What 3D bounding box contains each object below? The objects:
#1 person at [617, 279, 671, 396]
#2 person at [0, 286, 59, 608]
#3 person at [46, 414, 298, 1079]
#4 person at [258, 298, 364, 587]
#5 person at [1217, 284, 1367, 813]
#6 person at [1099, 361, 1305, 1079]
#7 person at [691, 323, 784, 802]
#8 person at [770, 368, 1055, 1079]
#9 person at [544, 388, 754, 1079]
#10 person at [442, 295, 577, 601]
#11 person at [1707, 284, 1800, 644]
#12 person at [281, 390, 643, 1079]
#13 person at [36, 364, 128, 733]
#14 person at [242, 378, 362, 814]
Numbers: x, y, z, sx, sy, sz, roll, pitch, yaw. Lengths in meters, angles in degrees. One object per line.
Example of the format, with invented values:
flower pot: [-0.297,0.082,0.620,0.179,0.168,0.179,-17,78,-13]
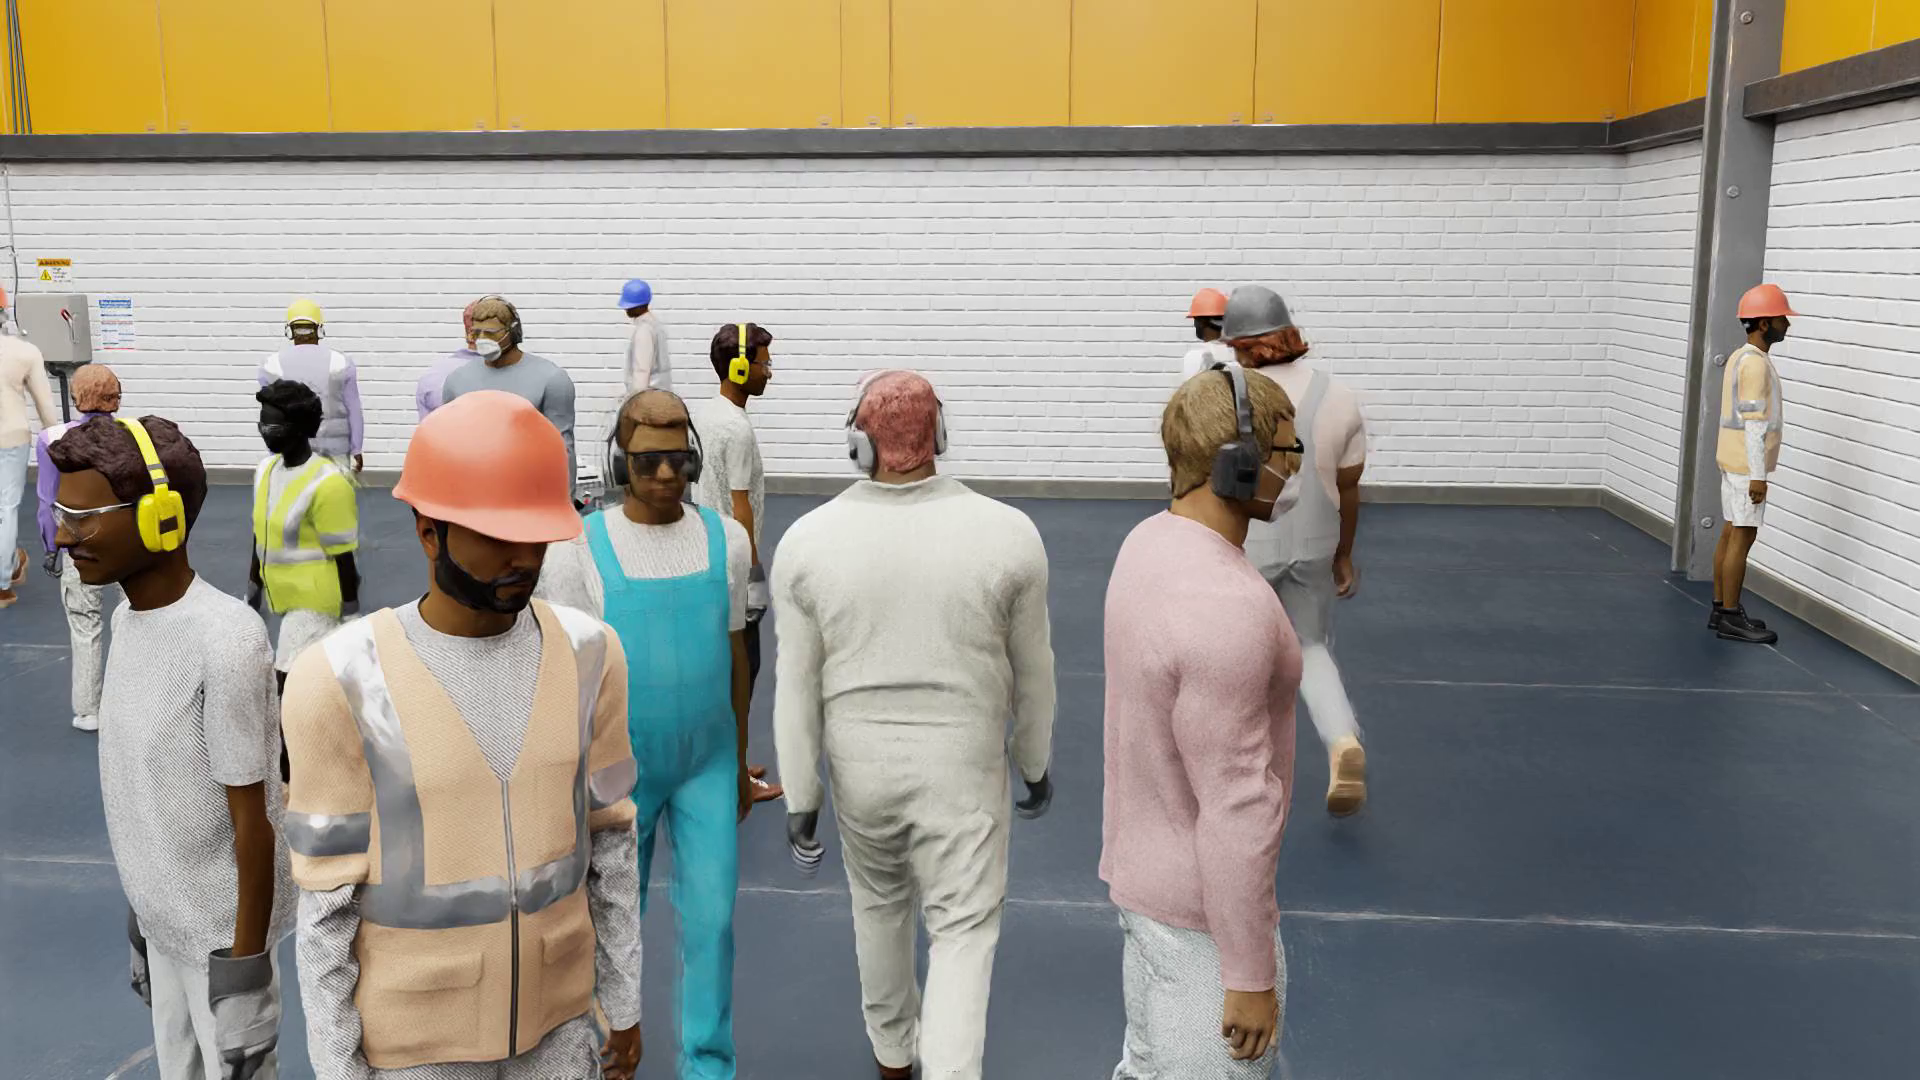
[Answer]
person: [-2.519,-1.156,13.477,0.380,1.890,0.802,0,10,-2]
person: [-5.850,-0.606,10.160,0.656,1.934,1.024,-3,10,-14]
person: [-1.327,0.708,2.889,0.510,1.861,0.324,9,13,41]
person: [-4.003,-0.578,10.329,0.587,1.828,0.404,-3,10,-16]
person: [1.180,0.029,6.246,0.717,2.000,0.802,-2,10,-13]
person: [0.432,0.652,2.971,0.357,1.937,0.637,-1,10,-7]
person: [-0.865,0.097,6.407,0.333,1.854,0.525,-5,11,-24]
person: [-0.102,0.527,3.901,0.638,1.860,0.914,1,10,7]
person: [-0.757,0.527,4.048,0.517,1.818,0.861,-5,11,-26]
person: [-2.047,-0.144,7.577,0.636,1.928,0.383,2,10,9]
person: [4.323,-0.416,9.077,0.351,1.942,0.545,3,10,16]
person: [-0.721,0.731,2.569,0.554,1.925,0.393,-8,13,-39]
person: [-3.774,0.038,7.366,0.525,1.631,0.314,-7,12,-36]
person: [-2.400,0.210,6.262,0.531,1.661,0.813,9,13,42]
